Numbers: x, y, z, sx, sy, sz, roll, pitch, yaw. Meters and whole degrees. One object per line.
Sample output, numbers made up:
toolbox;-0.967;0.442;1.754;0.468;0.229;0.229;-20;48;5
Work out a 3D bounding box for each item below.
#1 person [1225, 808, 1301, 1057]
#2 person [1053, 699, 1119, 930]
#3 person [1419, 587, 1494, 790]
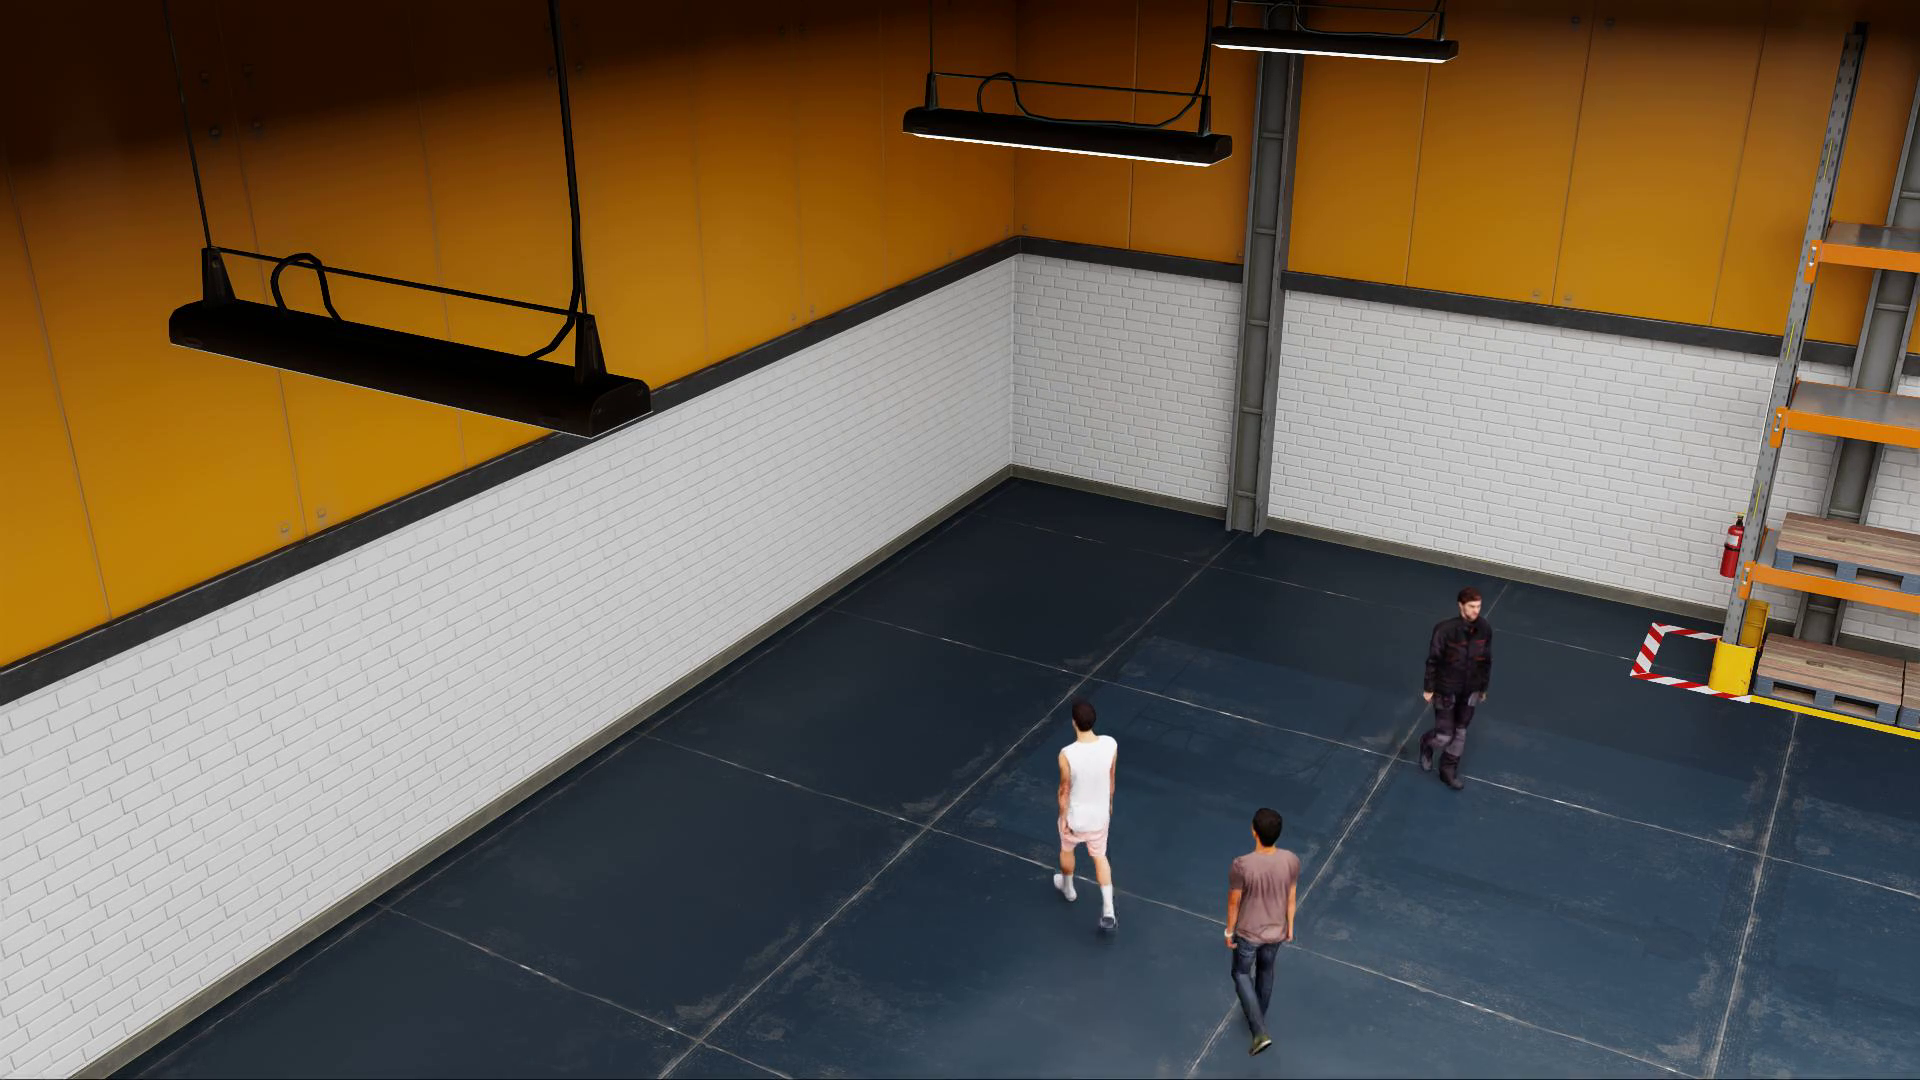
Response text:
person;2.005;2.605;10.899;0.980;1.759;1.004;-3;24;-8
person;0.957;2.031;12.210;1.081;1.761;1.136;-6;24;-14
person;4.136;1.209;14.004;0.917;1.830;0.976;-6;24;-14
